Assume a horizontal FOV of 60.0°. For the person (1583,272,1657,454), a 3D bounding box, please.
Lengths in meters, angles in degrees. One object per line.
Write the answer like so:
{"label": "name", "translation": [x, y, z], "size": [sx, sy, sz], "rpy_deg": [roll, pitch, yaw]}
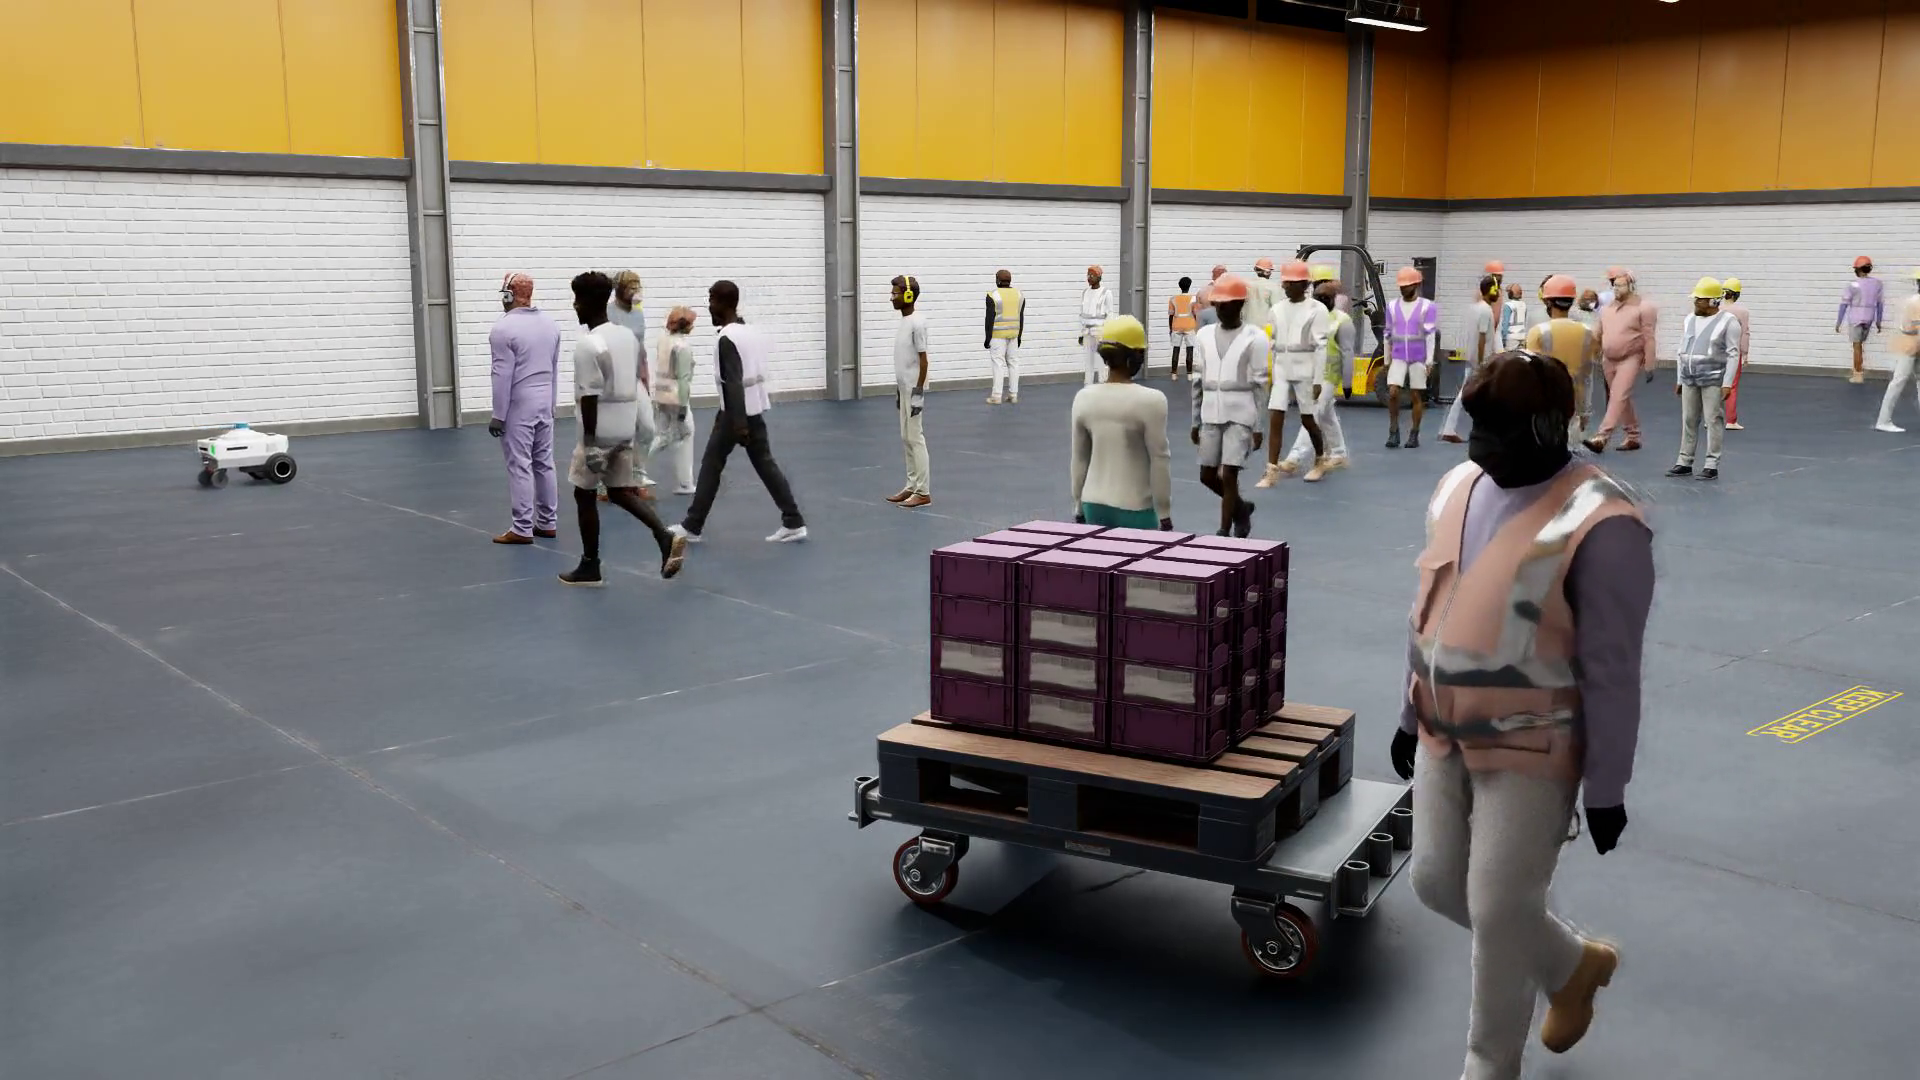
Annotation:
{"label": "person", "translation": [6.740, -1.813, 17.100], "size": [1.002, 1.850, 0.675], "rpy_deg": [-5, 11, -28]}

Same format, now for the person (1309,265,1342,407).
{"label": "person", "translation": [4.403, -2.379, 20.235], "size": [0.445, 1.913, 0.612], "rpy_deg": [-5, 11, -26]}

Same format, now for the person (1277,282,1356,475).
{"label": "person", "translation": [3.329, -1.496, 15.484], "size": [1.007, 1.782, 0.636], "rpy_deg": [-5, 11, -27]}

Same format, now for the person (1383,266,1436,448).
{"label": "person", "translation": [4.699, -1.901, 17.454], "size": [0.575, 1.911, 0.626], "rpy_deg": [5, 11, 28]}

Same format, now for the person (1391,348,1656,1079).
{"label": "person", "translation": [1.320, 0.467, 3.853], "size": [0.652, 1.823, 0.656], "rpy_deg": [-4, 10, -22]}

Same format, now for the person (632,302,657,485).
{"label": "person", "translation": [-2.989, -1.336, 14.684], "size": [0.601, 1.733, 0.563], "rpy_deg": [4, 11, 23]}

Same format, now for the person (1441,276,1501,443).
{"label": "person", "translation": [5.679, -1.921, 17.894], "size": [0.976, 1.807, 0.481], "rpy_deg": [-1, 10, -3]}

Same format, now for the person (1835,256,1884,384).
{"label": "person", "translation": [14.242, -3.495, 26.455], "size": [0.647, 2.016, 0.794], "rpy_deg": [-1, 10, -5]}

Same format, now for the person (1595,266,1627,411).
{"label": "person", "translation": [8.641, -2.643, 21.881], "size": [0.566, 1.882, 0.978], "rpy_deg": [6, 12, 33]}

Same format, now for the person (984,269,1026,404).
{"label": "person", "translation": [0.591, -2.794, 22.883], "size": [0.628, 1.843, 0.429], "rpy_deg": [-6, 12, -33]}

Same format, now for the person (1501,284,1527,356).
{"label": "person", "translation": [8.071, -2.912, 24.218], "size": [0.528, 1.626, 0.327], "rpy_deg": [-8, 13, -40]}

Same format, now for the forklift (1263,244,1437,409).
{"label": "forklift", "translation": [5.256, -2.933, 22.661], "size": [2.313, 2.155, 1.214], "rpy_deg": [3, 10, 16]}

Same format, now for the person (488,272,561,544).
{"label": "person", "translation": [-3.097, -0.924, 11.746], "size": [0.407, 1.908, 0.642], "rpy_deg": [4, 11, 24]}

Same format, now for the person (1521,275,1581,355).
{"label": "person", "translation": [5.259, -1.445, 14.967], "size": [0.563, 1.840, 0.797], "rpy_deg": [9, 13, 42]}

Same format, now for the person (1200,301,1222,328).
{"label": "person", "translation": [3.398, -2.512, 21.868], "size": [0.520, 1.624, 0.529], "rpy_deg": [3, 10, 19]}

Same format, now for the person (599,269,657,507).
{"label": "person", "translation": [-2.691, -1.203, 13.351], "size": [0.567, 1.914, 0.649], "rpy_deg": [5, 11, 26]}

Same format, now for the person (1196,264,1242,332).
{"label": "person", "translation": [3.559, -2.820, 22.837], "size": [0.639, 1.910, 0.407], "rpy_deg": [4, 11, 24]}

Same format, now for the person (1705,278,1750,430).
{"label": "person", "translation": [8.949, -2.166, 19.422], "size": [0.314, 1.769, 0.524], "rpy_deg": [-8, 13, -40]}

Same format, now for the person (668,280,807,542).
{"label": "person", "translation": [-1.570, -0.893, 11.731], "size": [1.050, 1.863, 0.578], "rpy_deg": [2, 10, 12]}

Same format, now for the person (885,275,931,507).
{"label": "person", "translation": [-0.412, -1.197, 13.451], "size": [0.310, 1.868, 0.534], "rpy_deg": [-3, 10, -17]}

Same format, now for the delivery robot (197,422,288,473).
{"label": "delivery robot", "translation": [-6.347, -0.805, 14.724], "size": [0.477, 0.478, 0.707], "rpy_deg": [9, 13, 43]}

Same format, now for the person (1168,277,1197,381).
{"label": "person", "translation": [3.623, -3.406, 26.909], "size": [0.534, 1.693, 0.317], "rpy_deg": [4, 11, 24]}

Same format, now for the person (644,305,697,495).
{"label": "person", "translation": [-2.474, -1.152, 13.910], "size": [0.672, 1.613, 0.550], "rpy_deg": [-7, 12, -37]}

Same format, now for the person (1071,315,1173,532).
{"label": "person", "translation": [0.718, -0.164, 7.723], "size": [0.538, 1.753, 0.559], "rpy_deg": [9, 13, 41]}

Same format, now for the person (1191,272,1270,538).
{"label": "person", "translation": [1.821, -0.827, 11.140], "size": [0.556, 1.920, 0.694], "rpy_deg": [7, 12, 36]}

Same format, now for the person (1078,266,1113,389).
{"label": "person", "translation": [1.889, -2.901, 23.387], "size": [0.354, 1.883, 0.576], "rpy_deg": [-9, 13, -44]}

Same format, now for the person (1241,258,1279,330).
{"label": "person", "translation": [4.541, -3.244, 25.072], "size": [0.623, 1.990, 0.390], "rpy_deg": [8, 13, 40]}

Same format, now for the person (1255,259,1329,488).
{"label": "person", "translation": [2.998, -1.463, 14.690], "size": [0.621, 2.021, 0.935], "rpy_deg": [9, 13, 43]}

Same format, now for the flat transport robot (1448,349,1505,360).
{"label": "flat transport robot", "translation": [10.144, -3.570, 32.016], "size": [1.431, 0.197, 0.652], "rpy_deg": [3, 10, 16]}

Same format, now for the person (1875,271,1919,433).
{"label": "person", "translation": [10.992, -2.152, 18.982], "size": [0.892, 1.878, 0.630], "rpy_deg": [6, 11, 30]}

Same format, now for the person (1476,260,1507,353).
{"label": "person", "translation": [7.495, -2.959, 23.504], "size": [0.635, 1.953, 0.773], "rpy_deg": [-8, 12, -39]}

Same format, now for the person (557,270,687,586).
{"label": "person", "translation": [-2.093, -0.663, 10.093], "size": [0.745, 1.943, 0.610], "rpy_deg": [4, 10, 21]}

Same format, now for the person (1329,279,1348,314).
{"label": "person", "translation": [6.323, -3.584, 28.104], "size": [0.513, 1.638, 0.307], "rpy_deg": [-5, 11, -28]}

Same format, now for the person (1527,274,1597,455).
{"label": "person", "translation": [4.368, -0.975, 12.081], "size": [0.556, 1.902, 0.934], "rpy_deg": [-2, 10, -10]}

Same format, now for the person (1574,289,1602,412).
{"label": "person", "translation": [8.185, -2.501, 21.880], "size": [0.519, 1.601, 0.757], "rpy_deg": [-3, 10, -17]}

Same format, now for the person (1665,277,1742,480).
{"label": "person", "translation": [6.742, -1.454, 15.075], "size": [0.404, 1.829, 0.591], "rpy_deg": [-5, 11, -28]}
